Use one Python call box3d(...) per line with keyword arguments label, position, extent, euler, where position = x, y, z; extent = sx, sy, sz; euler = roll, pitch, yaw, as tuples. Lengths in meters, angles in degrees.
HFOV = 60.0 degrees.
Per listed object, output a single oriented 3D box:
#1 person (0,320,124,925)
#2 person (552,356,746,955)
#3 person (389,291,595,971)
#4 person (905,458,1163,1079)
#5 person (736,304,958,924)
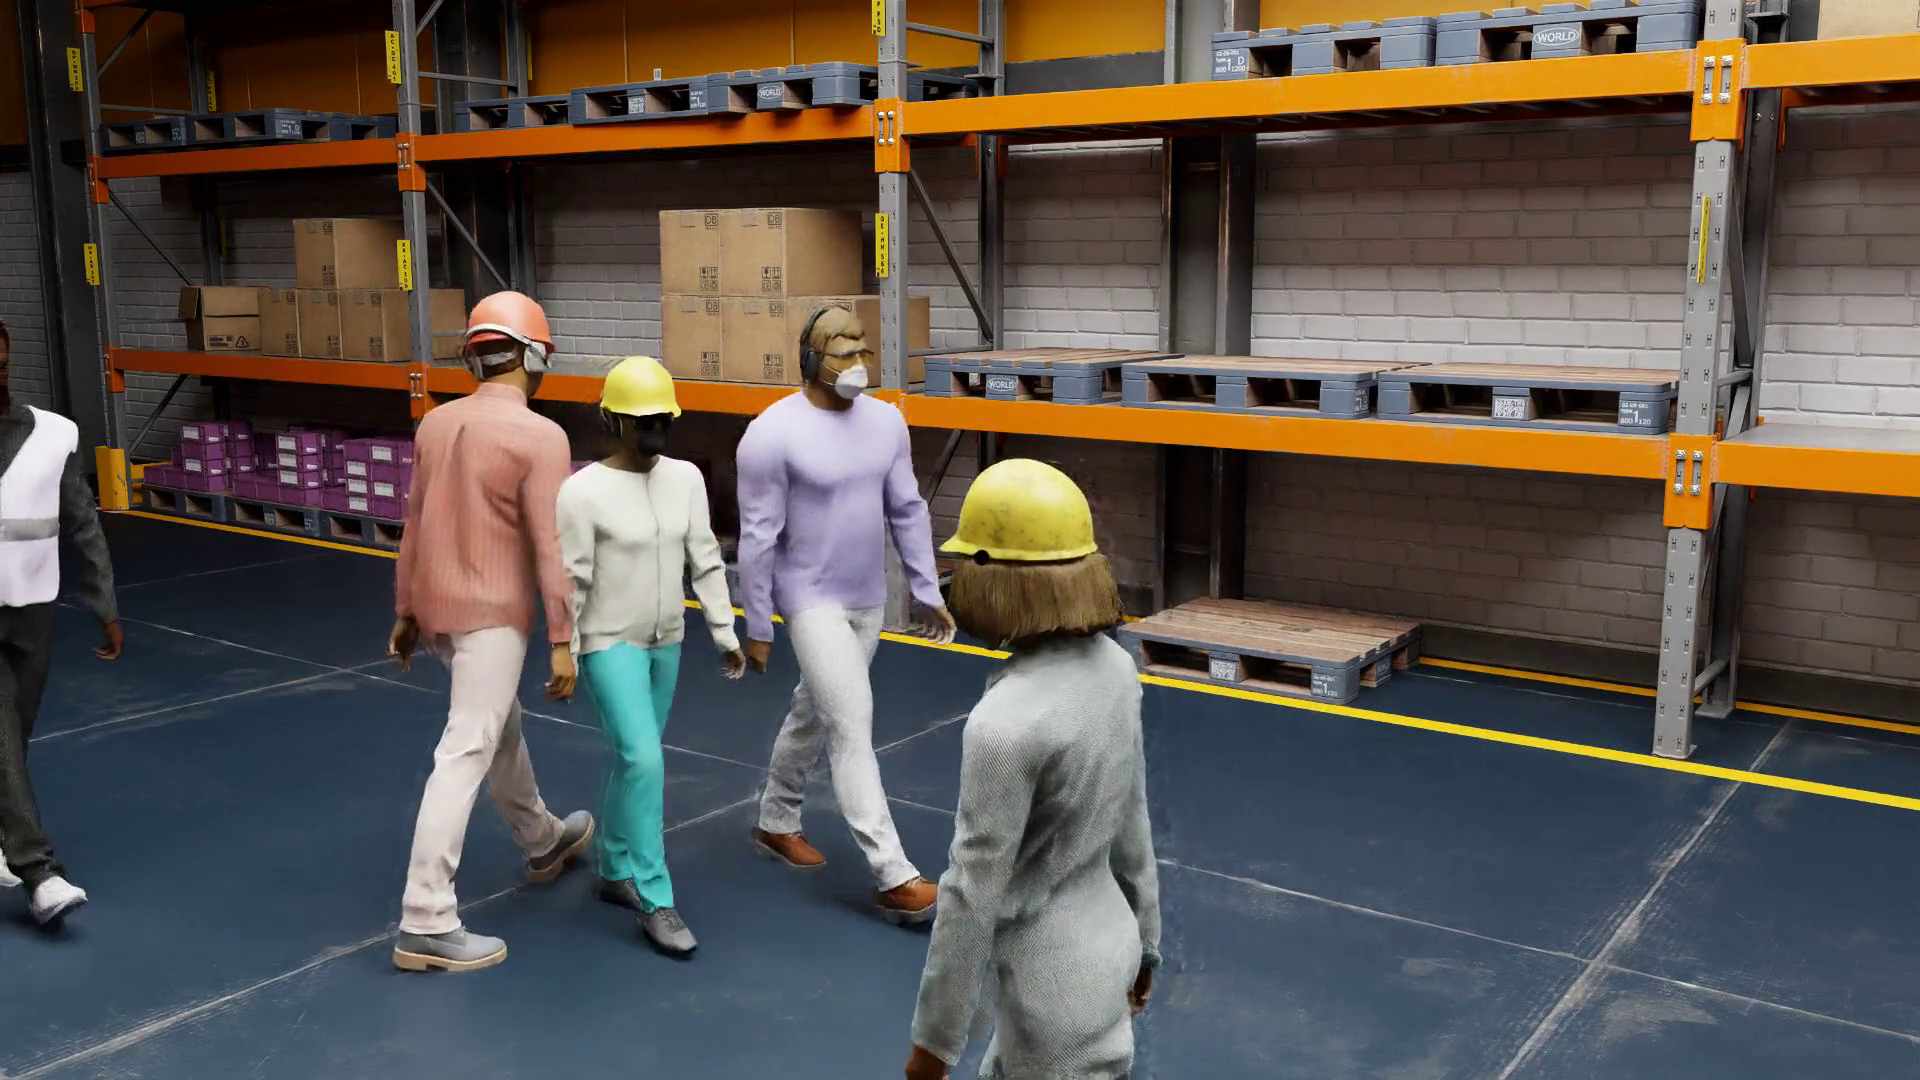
box3d(label="person", position=(-2.931, 0.234, 5.148), extent=(0.982, 1.864, 0.621), euler=(8, 12, 38))
box3d(label="person", position=(-0.896, 0.330, 4.951), extent=(0.728, 1.738, 0.538), euler=(7, 12, 36))
box3d(label="person", position=(-1.379, 0.227, 5.016), extent=(0.712, 1.914, 1.041), euler=(7, 12, 36))
box3d(label="person", position=(0.067, 0.717, 2.765), extent=(0.872, 1.703, 0.518), euler=(5, 11, 26))
box3d(label="person", position=(-0.357, 0.215, 5.223), extent=(1.018, 1.885, 0.647), euler=(8, 13, 41))
